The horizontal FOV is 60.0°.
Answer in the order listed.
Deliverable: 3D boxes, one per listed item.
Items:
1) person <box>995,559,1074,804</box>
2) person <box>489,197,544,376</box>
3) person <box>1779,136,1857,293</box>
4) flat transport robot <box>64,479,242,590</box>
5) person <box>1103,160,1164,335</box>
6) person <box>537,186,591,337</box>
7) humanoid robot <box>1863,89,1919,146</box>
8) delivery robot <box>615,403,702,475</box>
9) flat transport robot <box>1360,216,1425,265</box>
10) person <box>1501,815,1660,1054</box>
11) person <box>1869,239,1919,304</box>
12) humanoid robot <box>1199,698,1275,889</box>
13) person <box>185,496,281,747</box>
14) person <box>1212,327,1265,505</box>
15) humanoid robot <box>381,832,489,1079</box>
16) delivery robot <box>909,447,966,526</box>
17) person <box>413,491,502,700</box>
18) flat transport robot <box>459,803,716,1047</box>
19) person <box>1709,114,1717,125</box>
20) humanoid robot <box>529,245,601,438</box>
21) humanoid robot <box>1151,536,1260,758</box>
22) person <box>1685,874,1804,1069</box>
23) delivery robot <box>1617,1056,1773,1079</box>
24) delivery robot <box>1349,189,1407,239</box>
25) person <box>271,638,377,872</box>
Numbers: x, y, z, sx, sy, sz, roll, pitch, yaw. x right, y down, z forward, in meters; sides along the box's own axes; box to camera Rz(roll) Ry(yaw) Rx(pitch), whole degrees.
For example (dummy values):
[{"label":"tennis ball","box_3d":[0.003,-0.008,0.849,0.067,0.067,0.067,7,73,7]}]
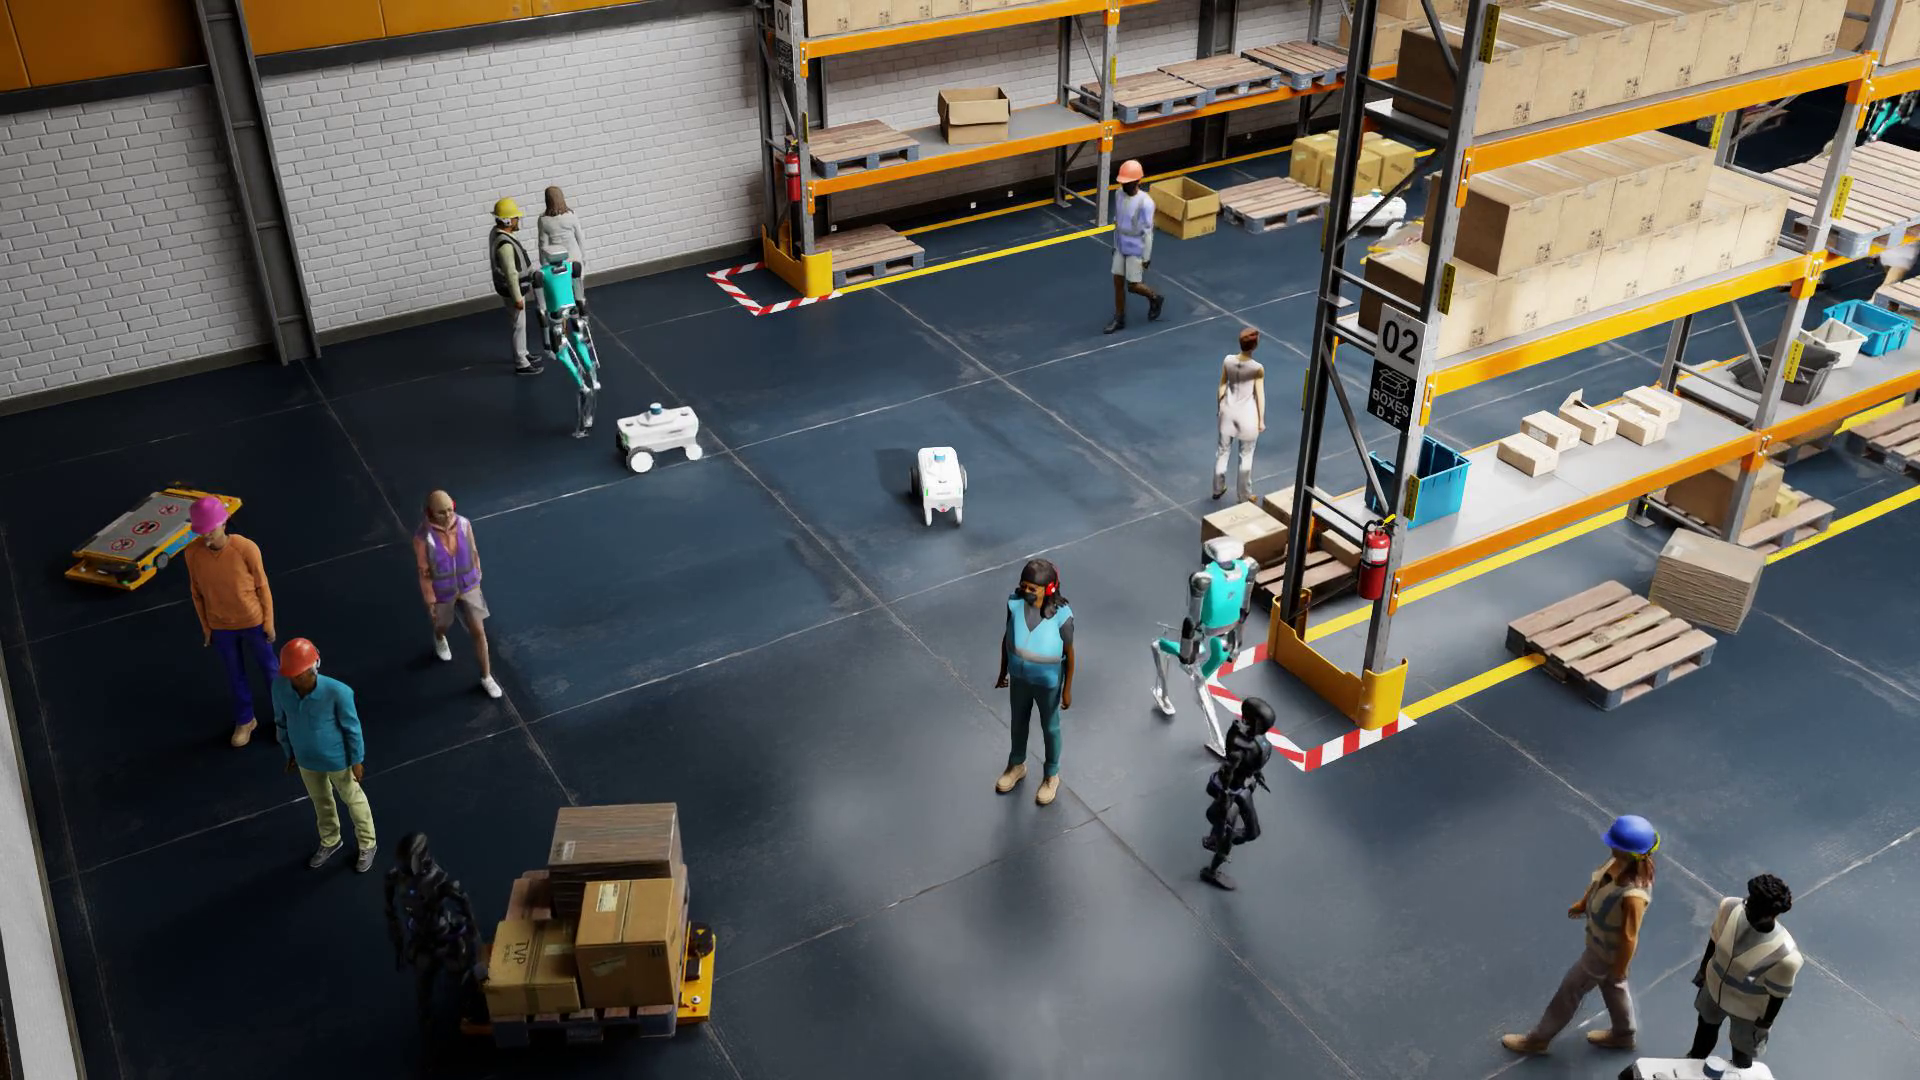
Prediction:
[{"label":"person","box_3d":[0.509,0.925,11.104,0.539,1.865,0.375,15,35,23]},{"label":"person","box_3d":[-4.470,-2.544,16.681,0.403,1.825,0.591,-10,33,-16]},{"label":"person","box_3d":[9.569,-3.631,18.381,0.741,1.848,0.573,-14,35,-22]},{"label":"flat transport robot","box_3d":[-6.864,-0.056,14.173,0.659,0.231,1.431,9,33,14]},{"label":"person","box_3d":[1.848,-3.096,17.475,0.635,1.920,0.552,-22,38,-30]},{"label":"person","box_3d":[-4.155,-2.904,17.401,0.495,1.661,0.335,-15,35,-23]},{"label":"humanoid robot","box_3d":[12.004,-5.580,21.619,0.973,1.762,0.554,-19,37,-27]},{"label":"delivery robot","box_3d":[-2.804,-0.965,15.370,0.813,0.612,0.499,-13,34,-19]},{"label":"flat transport robot","box_3d":[5.352,-3.452,19.589,0.659,0.231,1.431,23,39,32]},{"label":"person","box_3d":[3.554,2.187,9.207,0.766,1.741,0.486,7,33,10]},{"label":"person","box_3d":[9.871,-2.977,17.484,0.933,1.695,0.558,-12,34,-19]},{"label":"humanoid robot","box_3d":[1.694,1.553,10.292,0.482,1.624,0.632,20,37,29]},{"label":"person","box_3d":[-5.030,0.559,11.579,0.505,1.986,0.375,-4,32,-7]},{"label":"person","box_3d":[2.437,-1.077,14.490,0.447,1.658,0.281,22,38,31]},{"label":"humanoid robot","box_3d":[-2.863,2.259,9.191,0.596,1.652,0.655,7,33,12]},{"label":"delivery robot","box_3d":[-0.178,-0.518,14.649,0.499,0.603,0.794,-3,32,-5]},{"label":"person","box_3d":[-3.755,0.330,12.244,0.481,1.659,0.814,-19,37,-28]},{"label":"flat transport robot","box_3d":[-2.201,2.608,9.924,1.431,0.231,0.659,-2,32,-3]},{"label":"person","box_3d":[9.642,-5.277,21.028,0.588,1.832,0.566,23,39,32]},{"label":"humanoid robot","box_3d":[-3.579,-1.827,15.636,0.832,1.799,0.592,27,41,36]},{"label":"humanoid robot","box_3d":[1.642,0.648,11.731,0.534,1.784,1.045,-16,35,-24]},{"label":"person","box_3d":[4.146,2.430,8.872,0.322,1.691,0.531,-13,34,-20]},{"label":"delivery robot","box_3d":[3.993,3.035,8.991,0.814,0.612,0.499,1,32,2]},{"label":"delivery robot","box_3d":[5.015,-3.946,20.100,0.773,0.586,0.499,-1,32,-2]},{"label":"person","box_3d":[-4.036,1.353,10.524,0.562,1.755,0.322,5,32,8]}]
